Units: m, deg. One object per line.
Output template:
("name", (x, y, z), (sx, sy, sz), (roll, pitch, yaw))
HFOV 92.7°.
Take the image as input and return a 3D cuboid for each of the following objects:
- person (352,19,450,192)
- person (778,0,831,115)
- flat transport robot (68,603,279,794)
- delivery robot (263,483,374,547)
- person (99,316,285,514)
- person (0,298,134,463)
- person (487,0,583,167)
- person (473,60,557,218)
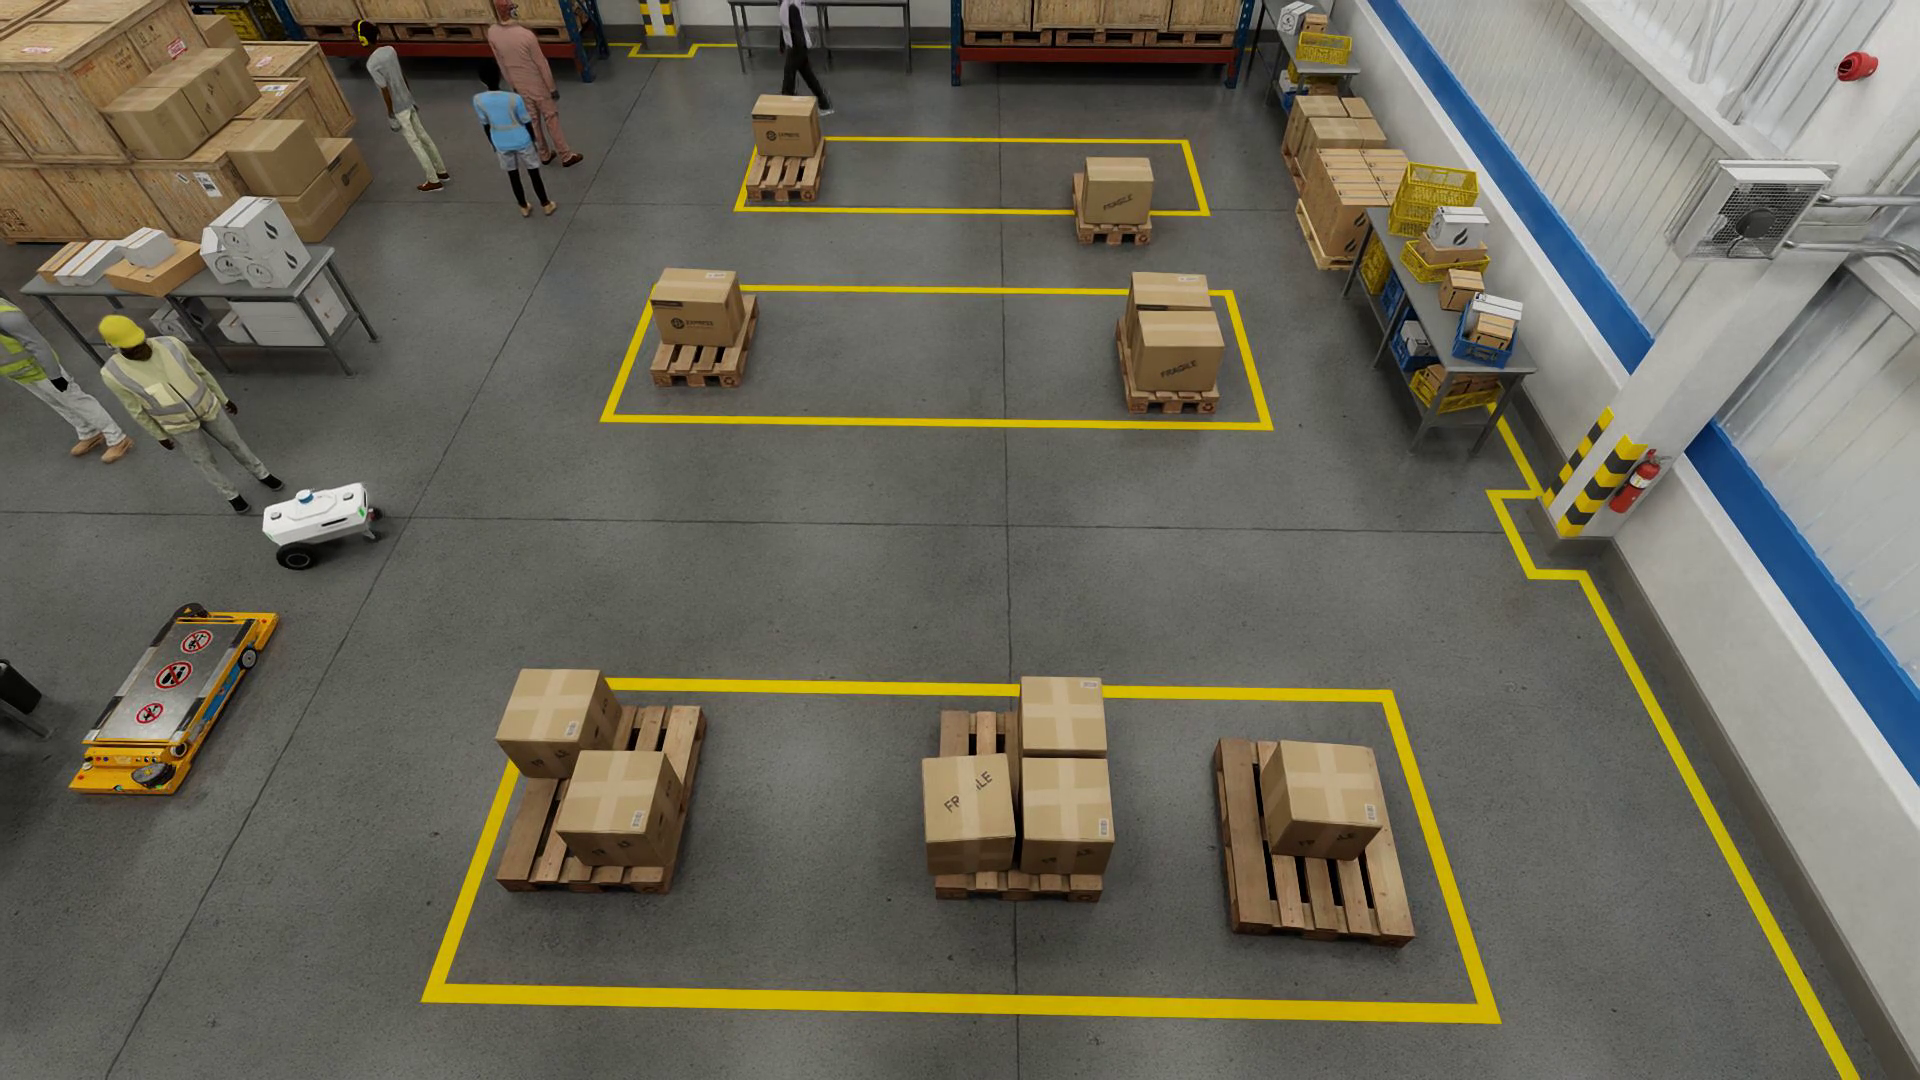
("person", (-6.409, -4.944, 10.493), (0.328, 1.872, 0.513), (3, 50, 2))
("person", (-2.157, -6.280, 11.625), (0.927, 1.866, 0.605), (-11, 51, -9))
("flat transport robot", (-5.504, 1.072, 6.442), (0.652, 0.197, 1.431), (1, 50, 1))
("delivery robot", (-5.084, -0.200, 7.275), (0.707, 0.478, 0.477), (-18, 52, -15))
("person", (-6.019, -0.982, 7.165), (0.404, 1.828, 0.603), (26, 54, 20))
("person", (-7.630, -1.409, 7.520), (0.625, 1.844, 0.429), (13, 51, 11))
("person", (-5.053, -5.405, 10.858), (0.636, 1.911, 0.406), (12, 51, 10))
("person", (-4.939, -4.399, 10.150), (0.540, 1.689, 0.319), (-7, 50, -6))
